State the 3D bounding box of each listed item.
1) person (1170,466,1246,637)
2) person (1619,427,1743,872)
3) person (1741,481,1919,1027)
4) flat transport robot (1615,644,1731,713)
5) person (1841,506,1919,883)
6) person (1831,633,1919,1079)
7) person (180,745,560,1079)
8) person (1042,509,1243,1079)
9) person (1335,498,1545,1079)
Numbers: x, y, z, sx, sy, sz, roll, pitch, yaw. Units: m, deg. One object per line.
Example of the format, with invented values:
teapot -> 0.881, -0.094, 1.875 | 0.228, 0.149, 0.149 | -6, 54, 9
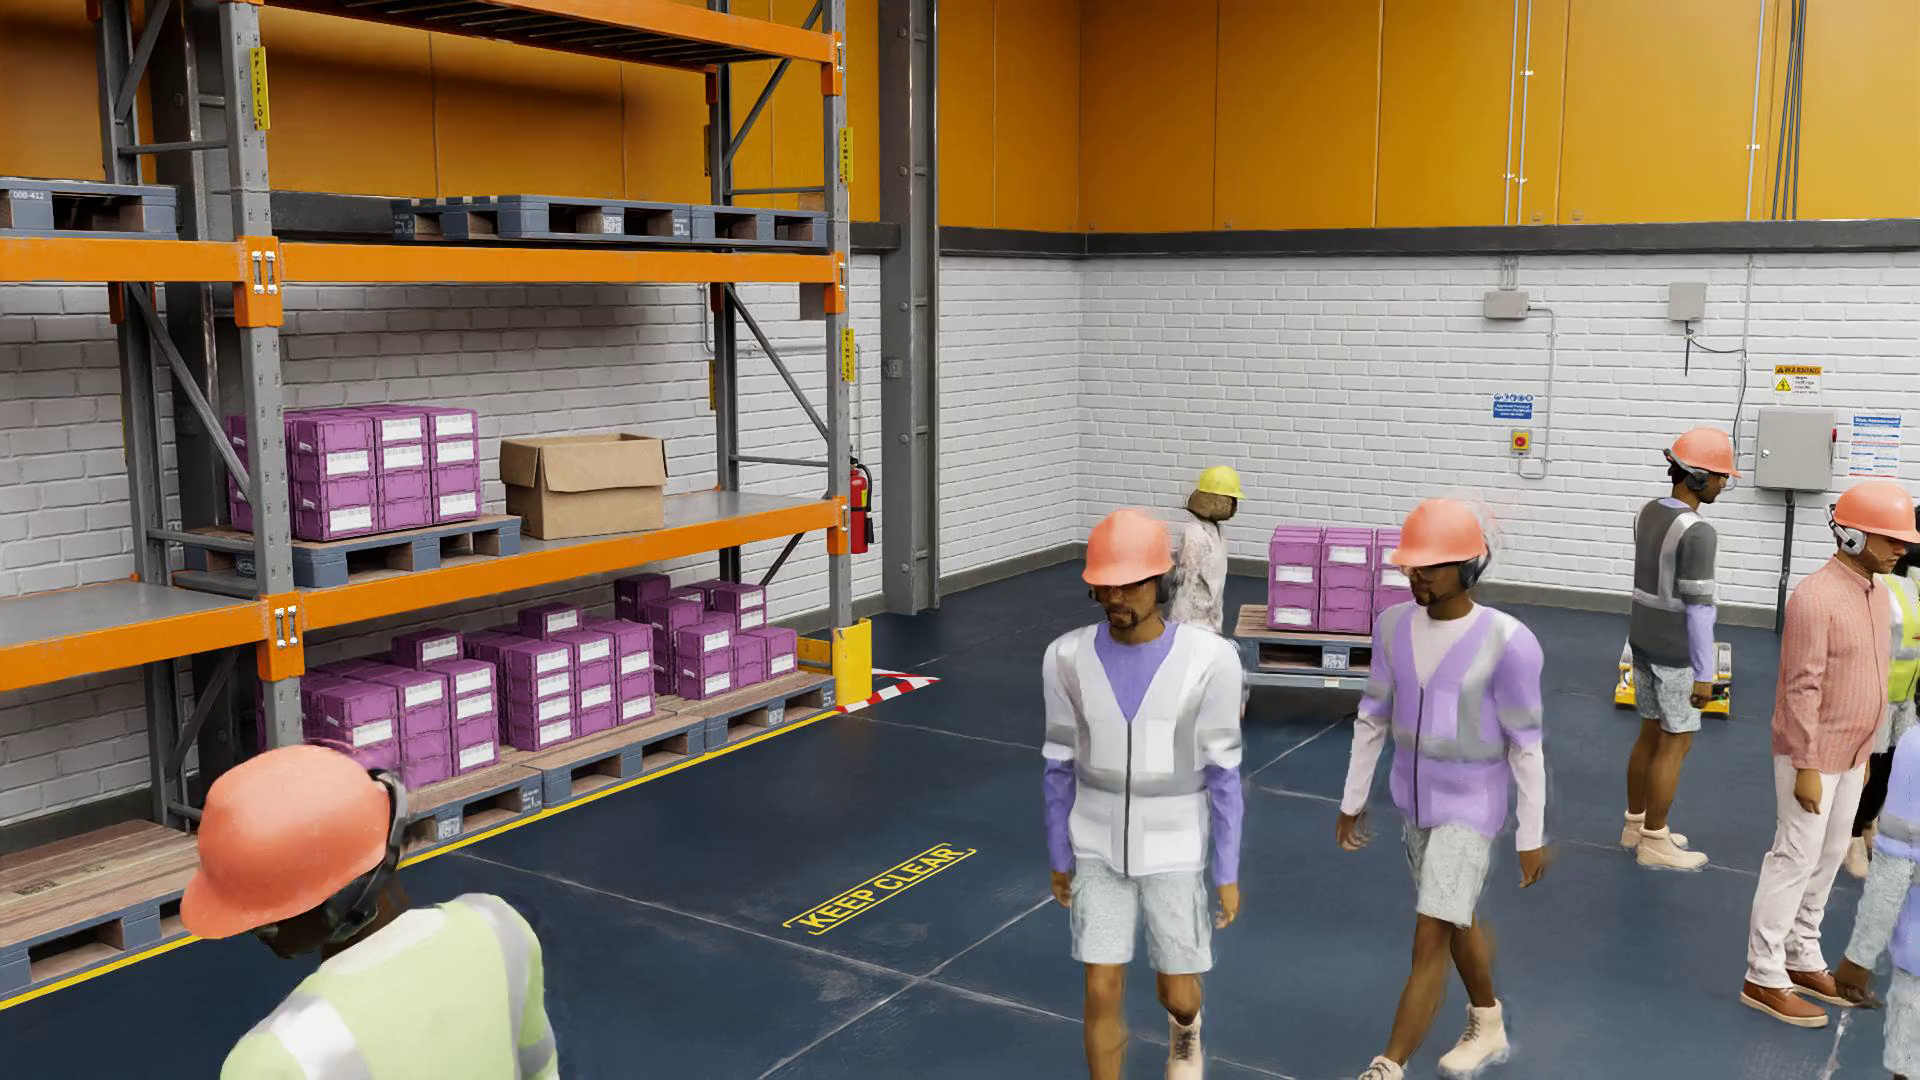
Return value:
person -> 1.265, 0.456, 8.803 | 0.462, 1.711, 0.510 | 4, 10, 23
person -> 3.257, 0.499, 7.532 | 0.410, 2.028, 0.623 | 0, 9, -2
person -> 3.159, 0.764, 5.981 | 0.601, 1.977, 0.434 | -7, 11, -37
flat transport robot -> 4.692, 0.853, 10.905 | 0.652, 0.197, 1.431 | 4, 10, 24
person -> 4.120, 0.682, 7.479 | 0.568, 1.679, 0.354 | -5, 10, -30
person -> 2.638, 1.055, 4.313 | 0.544, 1.909, 0.861 | -4, 10, -26
person -> -0.843, 1.266, 2.690 | 0.351, 1.996, 0.759 | 5, 10, 32
person -> 0.552, 0.893, 4.971 | 0.621, 2.025, 0.686 | 3, 9, 19
person -> 1.495, 0.857, 5.328 | 1.046, 1.985, 0.633 | -6, 10, -33
